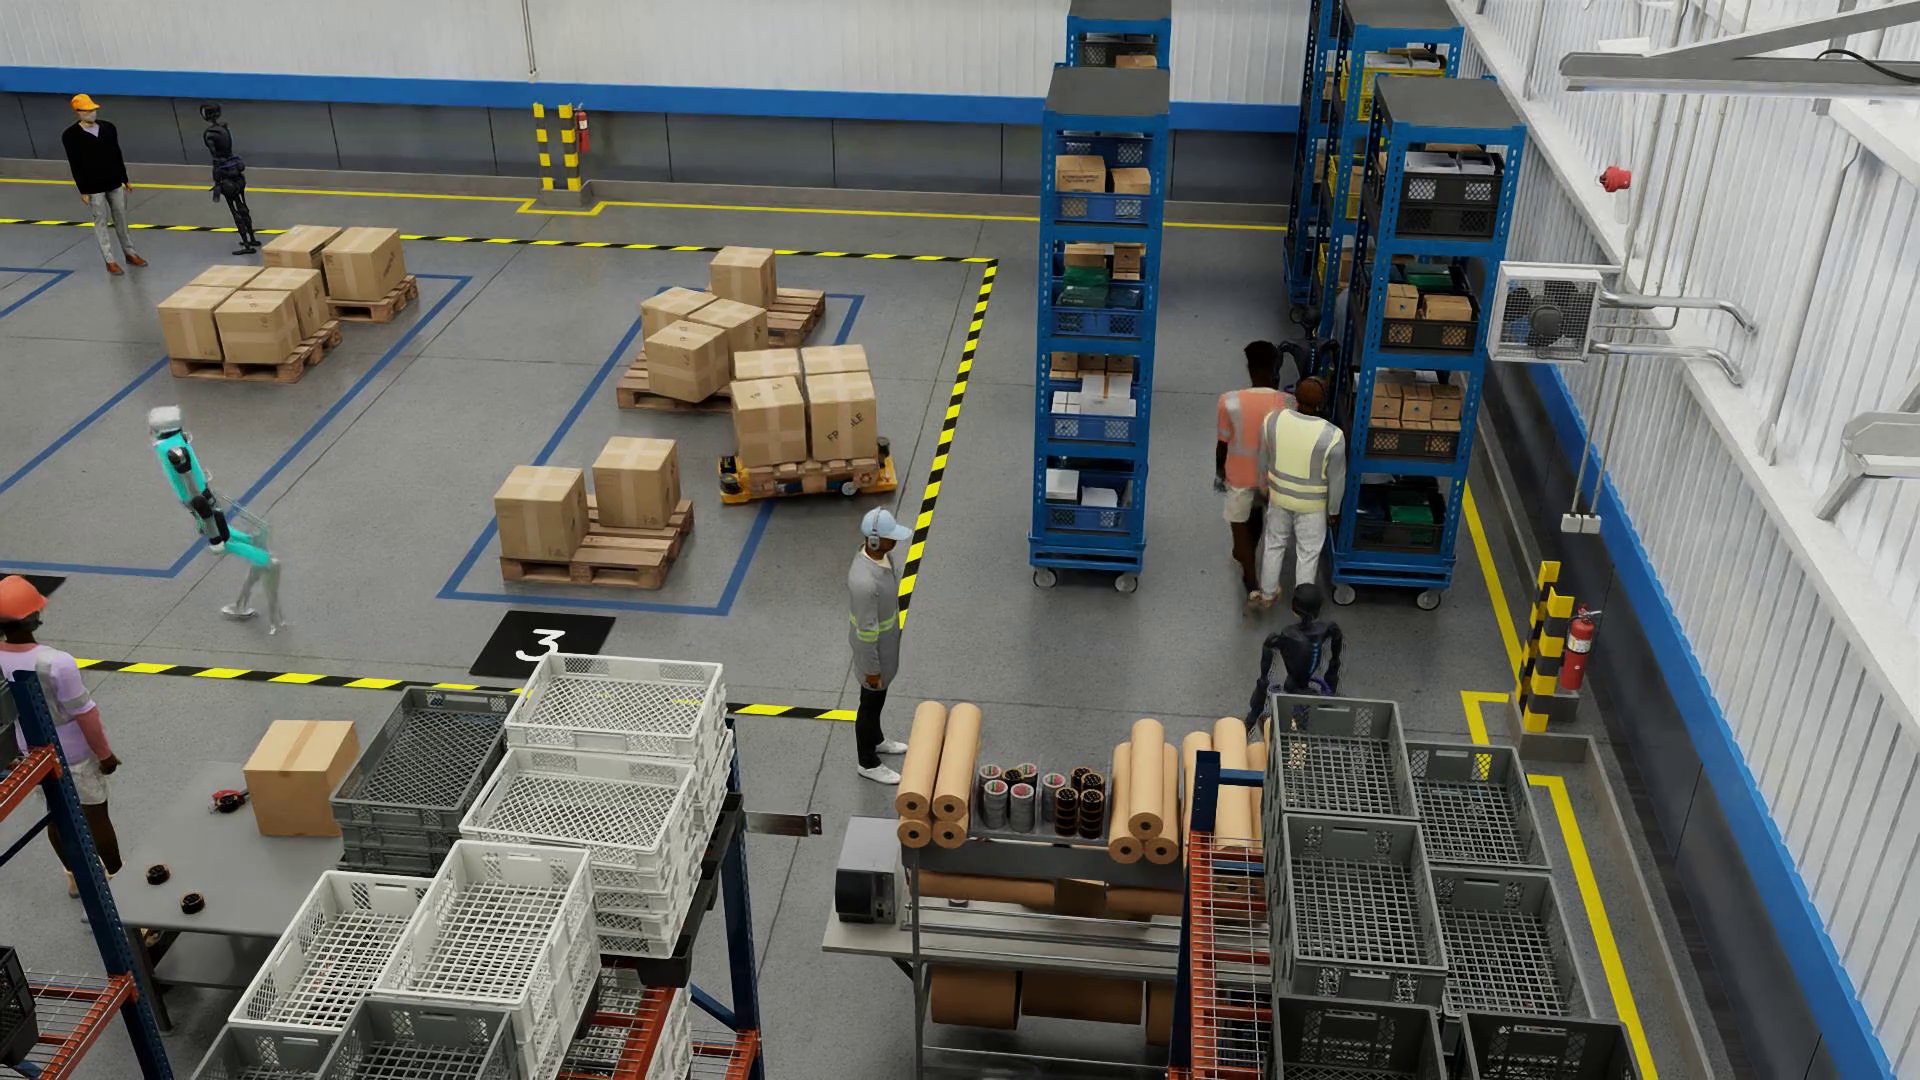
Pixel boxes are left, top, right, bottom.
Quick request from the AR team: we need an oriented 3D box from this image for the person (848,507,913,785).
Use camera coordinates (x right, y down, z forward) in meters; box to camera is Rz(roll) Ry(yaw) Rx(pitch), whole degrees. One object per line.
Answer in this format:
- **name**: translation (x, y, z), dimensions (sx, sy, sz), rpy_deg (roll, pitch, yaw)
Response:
- **person**: translation (-0.468, 0.620, 10.034), dimensions (0.395, 1.850, 0.597), rpy_deg (3, 30, 5)

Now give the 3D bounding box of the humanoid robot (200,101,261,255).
- **humanoid robot**: translation (-7.926, -3.927, 18.001), dimensions (0.315, 1.659, 0.599), rpy_deg (-1, 30, -2)

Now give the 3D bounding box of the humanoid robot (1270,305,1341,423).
- **humanoid robot**: translation (2.687, -1.054, 13.069), dimensions (0.599, 1.657, 0.315), rpy_deg (-2, 30, -3)

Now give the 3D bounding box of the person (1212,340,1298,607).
- **person**: translation (2.117, -0.462, 11.832), dimensions (0.595, 1.920, 0.890), rpy_deg (-3, 30, -6)

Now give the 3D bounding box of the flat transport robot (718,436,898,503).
- **flat transport robot**: translation (-1.261, -0.590, 13.659), dimensions (1.431, 0.197, 0.652), rpy_deg (-5, 31, -8)

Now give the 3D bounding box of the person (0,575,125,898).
- **person**: translation (-4.887, 1.097, 9.030), dimensions (0.604, 2.043, 0.373), rpy_deg (5, 31, 8)

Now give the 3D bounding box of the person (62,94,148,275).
- **person**: translation (-9.014, -3.746, 17.504), dimensions (0.362, 1.884, 0.586), rpy_deg (17, 34, 27)

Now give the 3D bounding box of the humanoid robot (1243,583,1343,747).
- **humanoid robot**: translation (1.949, 0.997, 9.588), dimensions (0.612, 1.636, 0.686), rpy_deg (-12, 32, -19)

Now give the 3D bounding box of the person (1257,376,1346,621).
- **person**: translation (2.377, -0.294, 11.614), dimensions (0.634, 1.841, 0.429), rpy_deg (20, 35, 30)

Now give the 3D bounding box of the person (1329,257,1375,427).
- **person**: translation (3.163, -1.331, 13.300), dimensions (0.375, 1.940, 0.627), rpy_deg (-7, 31, -12)

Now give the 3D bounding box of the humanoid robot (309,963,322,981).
- **humanoid robot**: translation (-2.580, 2.430, 7.126), dimensions (0.590, 1.628, 0.754), rpy_deg (-14, 33, -22)

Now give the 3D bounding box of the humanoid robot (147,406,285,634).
- **humanoid robot**: translation (-5.024, -0.158, 11.487), dimensions (0.781, 1.773, 0.540), rpy_deg (-20, 36, -31)
